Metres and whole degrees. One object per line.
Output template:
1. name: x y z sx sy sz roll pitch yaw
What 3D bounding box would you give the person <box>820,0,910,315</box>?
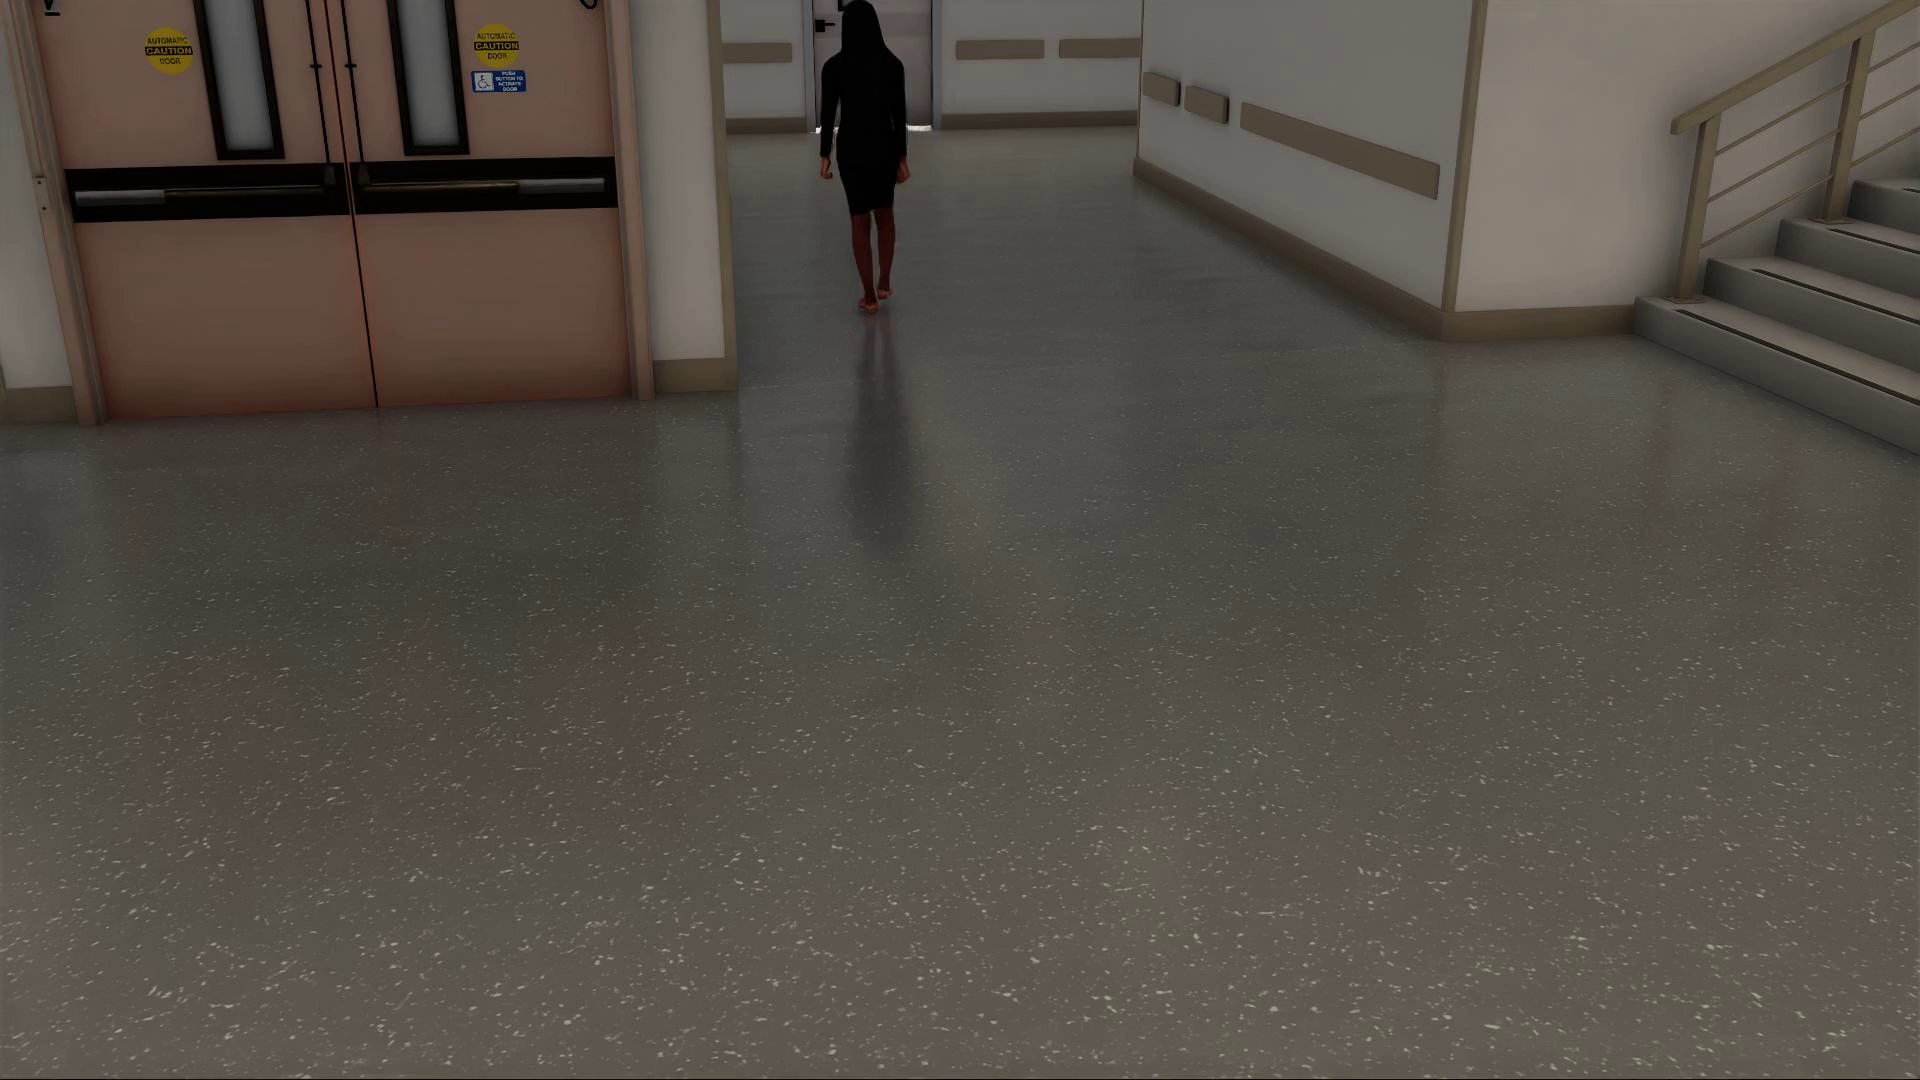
1. person: -0.509 -2.112 9.292 0.597 1.710 0.700 -4 21 -11
